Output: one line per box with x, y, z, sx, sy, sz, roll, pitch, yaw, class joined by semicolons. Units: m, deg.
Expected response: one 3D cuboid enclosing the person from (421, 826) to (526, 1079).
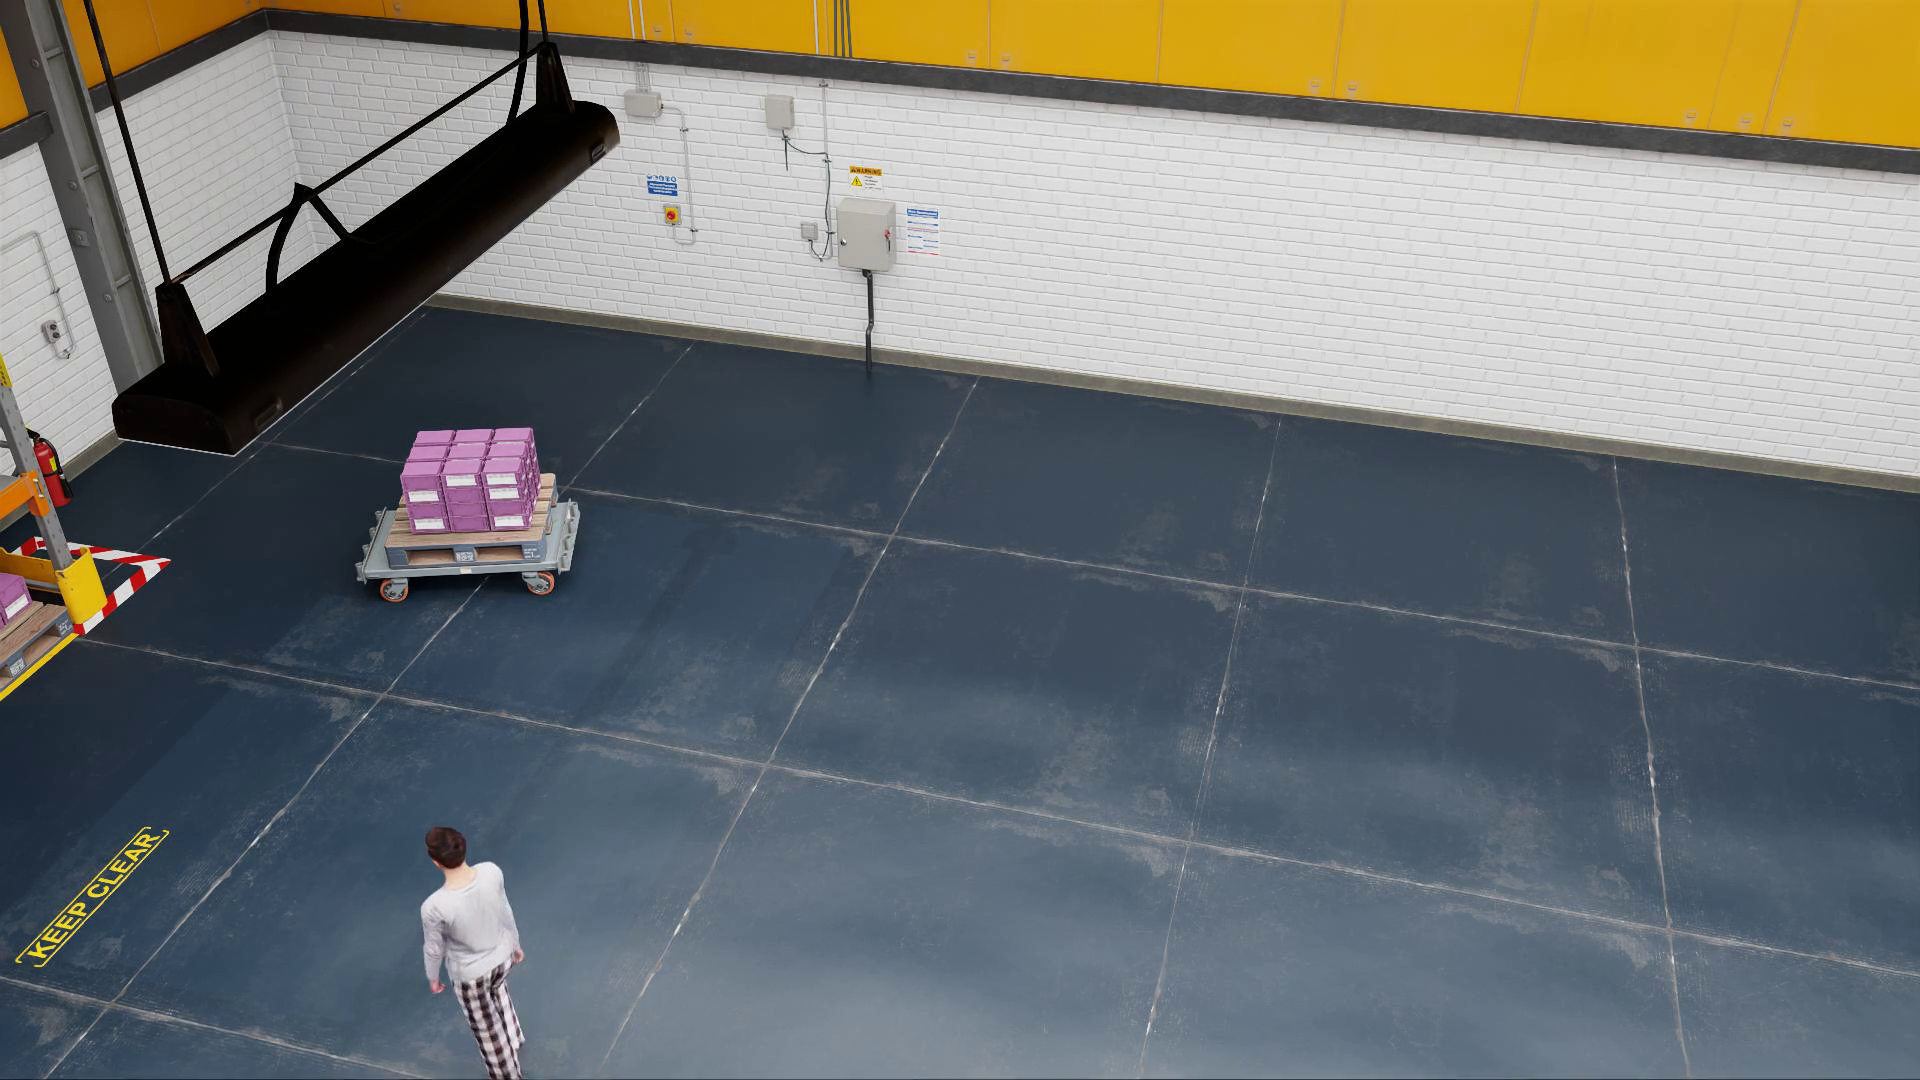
-2.504;2.285;8.862;0.857;1.832;0.791;26;42;34;person
